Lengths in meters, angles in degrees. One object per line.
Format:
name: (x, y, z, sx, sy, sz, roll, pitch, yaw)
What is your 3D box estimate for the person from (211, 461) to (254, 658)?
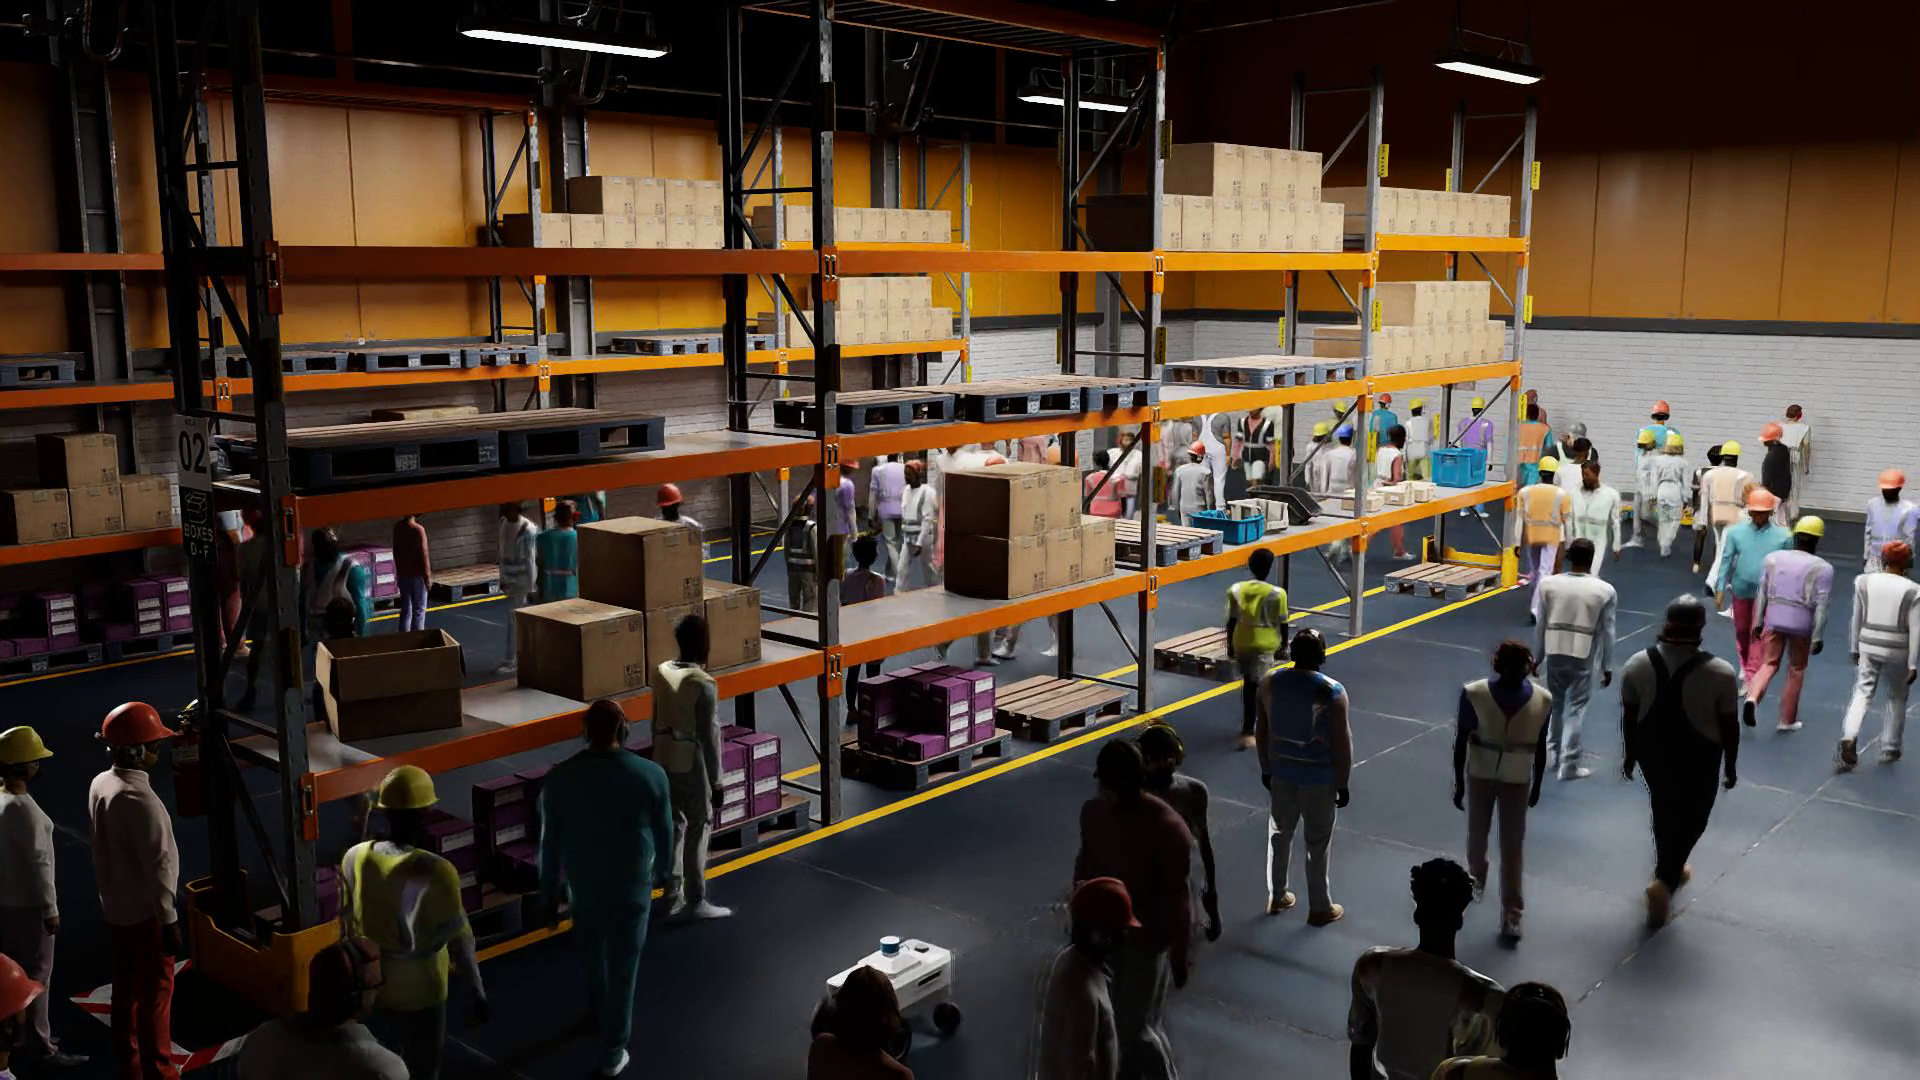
person: (-7.552, 0.188, 17.160, 0.688, 2.000, 0.539, 8, 12, 39)

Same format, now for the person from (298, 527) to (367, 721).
person: (-5.429, 0.762, 14.447, 0.636, 1.809, 0.907, 3, 10, 18)

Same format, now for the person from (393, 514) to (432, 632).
person: (-5.547, 0.365, 16.925, 0.533, 1.768, 0.310, 8, 12, 39)

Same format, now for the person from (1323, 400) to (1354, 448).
person: (6.396, -1.517, 28.254, 0.527, 1.742, 0.505, 1, 10, 6)

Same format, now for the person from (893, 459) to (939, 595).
person: (-0.522, 0.014, 18.764, 0.866, 1.848, 0.578, -9, 13, -44)

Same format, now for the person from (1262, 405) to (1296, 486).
person: (5.353, -1.593, 27.931, 0.622, 1.993, 0.382, 8, 12, 39)

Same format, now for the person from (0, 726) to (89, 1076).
person: (-4.673, 1.798, 8.367, 0.533, 1.768, 0.310, 8, 12, 39)

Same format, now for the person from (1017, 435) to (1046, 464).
person: (1.120, -1.087, 25.581, 0.533, 1.772, 0.298, 8, 12, 39)

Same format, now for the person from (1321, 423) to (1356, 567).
person: (5.099, -0.596, 22.208, 0.611, 1.923, 0.798, 9, 13, 42)

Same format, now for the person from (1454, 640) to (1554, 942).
person: (3.325, 1.479, 10.227, 0.578, 1.790, 1.013, 2, 10, 11)

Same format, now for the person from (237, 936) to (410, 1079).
person: (-2.058, 2.226, 5.469, 0.658, 1.884, 0.575, 3, 10, 17)

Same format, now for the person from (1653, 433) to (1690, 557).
person: (9.716, -0.596, 22.786, 0.486, 1.728, 0.516, 9, 13, 43)

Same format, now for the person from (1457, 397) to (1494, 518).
person: (8.200, -1.315, 26.465, 0.594, 1.929, 0.354, 8, 12, 39)

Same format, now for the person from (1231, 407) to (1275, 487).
person: (4.576, -1.261, 26.014, 0.614, 1.972, 1.083, 7, 12, 36)

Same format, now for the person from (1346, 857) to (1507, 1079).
person: (1.693, 2.096, 5.990, 0.613, 1.965, 0.361, 8, 12, 39)

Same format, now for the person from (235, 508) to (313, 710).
person: (-6.293, 0.613, 15.089, 0.673, 1.898, 0.513, 0, 10, 1)

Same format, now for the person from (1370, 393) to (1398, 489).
person: (7.480, -1.718, 29.392, 0.572, 1.750, 0.330, 8, 12, 39)

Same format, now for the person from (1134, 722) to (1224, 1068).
person: (1.016, 1.798, 8.165, 0.524, 1.834, 0.794, -2, 10, -12)

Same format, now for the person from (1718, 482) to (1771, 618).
person: (8.923, 0.153, 18.683, 0.507, 1.605, 0.795, -5, 11, -27)

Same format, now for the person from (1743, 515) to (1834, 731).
person: (7.120, 0.739, 14.303, 0.675, 1.895, 0.632, -8, 12, -38)

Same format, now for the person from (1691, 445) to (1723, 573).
person: (9.779, -0.387, 21.620, 0.540, 1.696, 0.315, 8, 12, 39)

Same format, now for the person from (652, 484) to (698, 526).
person: (-2.817, 0.385, 16.365, 0.543, 1.917, 0.499, 2, 10, 11)

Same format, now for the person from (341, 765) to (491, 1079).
person: (-2.359, 1.918, 7.225, 0.620, 1.906, 0.451, 5, 11, 28)

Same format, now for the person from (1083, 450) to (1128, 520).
person: (1.851, -0.303, 21.199, 0.592, 1.679, 0.322, 3, 10, 17)

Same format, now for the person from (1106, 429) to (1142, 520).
person: (2.196, -0.591, 22.409, 0.625, 1.833, 0.431, 0, 10, -3)

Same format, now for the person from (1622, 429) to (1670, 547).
person: (9.781, -0.721, 23.550, 0.573, 1.712, 0.530, -1, 10, -8)

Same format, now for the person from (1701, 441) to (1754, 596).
person: (9.346, -0.266, 20.352, 0.953, 1.893, 0.581, -8, 13, -41)

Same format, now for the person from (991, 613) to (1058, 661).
person: (0.745, 0.322, 16.940, 0.942, 1.855, 0.659, -6, 11, -30)

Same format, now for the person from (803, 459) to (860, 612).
person: (-1.482, -0.077, 18.904, 0.762, 1.998, 0.649, -7, 12, -35)

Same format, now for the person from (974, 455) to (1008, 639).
person: (0.365, 0.073, 17.983, 0.622, 1.993, 0.382, 8, 12, 39)

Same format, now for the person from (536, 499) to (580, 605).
person: (-3.701, 0.508, 15.924, 0.577, 1.808, 0.885, 2, 10, 10)

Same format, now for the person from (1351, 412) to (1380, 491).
person: (6.894, -1.542, 28.216, 0.498, 1.816, 0.840, -2, 10, -12)

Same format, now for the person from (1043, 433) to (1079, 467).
person: (1.378, -0.618, 22.313, 0.594, 1.926, 0.367, 8, 12, 39)

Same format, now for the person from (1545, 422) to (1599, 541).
person: (8.122, -0.654, 22.192, 0.735, 2.000, 1.060, 2, 10, 9)

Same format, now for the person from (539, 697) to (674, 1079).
person: (-1.783, 1.721, 8.540, 0.640, 1.856, 0.940, 0, 10, 2)

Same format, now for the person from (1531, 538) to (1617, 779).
person: (4.895, 0.934, 13.250, 0.624, 1.882, 0.723, 6, 11, 32)

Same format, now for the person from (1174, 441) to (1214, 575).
person: (3.058, -0.413, 21.602, 0.572, 1.750, 0.330, 8, 12, 39)

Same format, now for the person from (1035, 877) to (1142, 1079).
person: (0.493, 2.141, 6.412, 0.456, 1.727, 0.588, 1, 10, 3)
